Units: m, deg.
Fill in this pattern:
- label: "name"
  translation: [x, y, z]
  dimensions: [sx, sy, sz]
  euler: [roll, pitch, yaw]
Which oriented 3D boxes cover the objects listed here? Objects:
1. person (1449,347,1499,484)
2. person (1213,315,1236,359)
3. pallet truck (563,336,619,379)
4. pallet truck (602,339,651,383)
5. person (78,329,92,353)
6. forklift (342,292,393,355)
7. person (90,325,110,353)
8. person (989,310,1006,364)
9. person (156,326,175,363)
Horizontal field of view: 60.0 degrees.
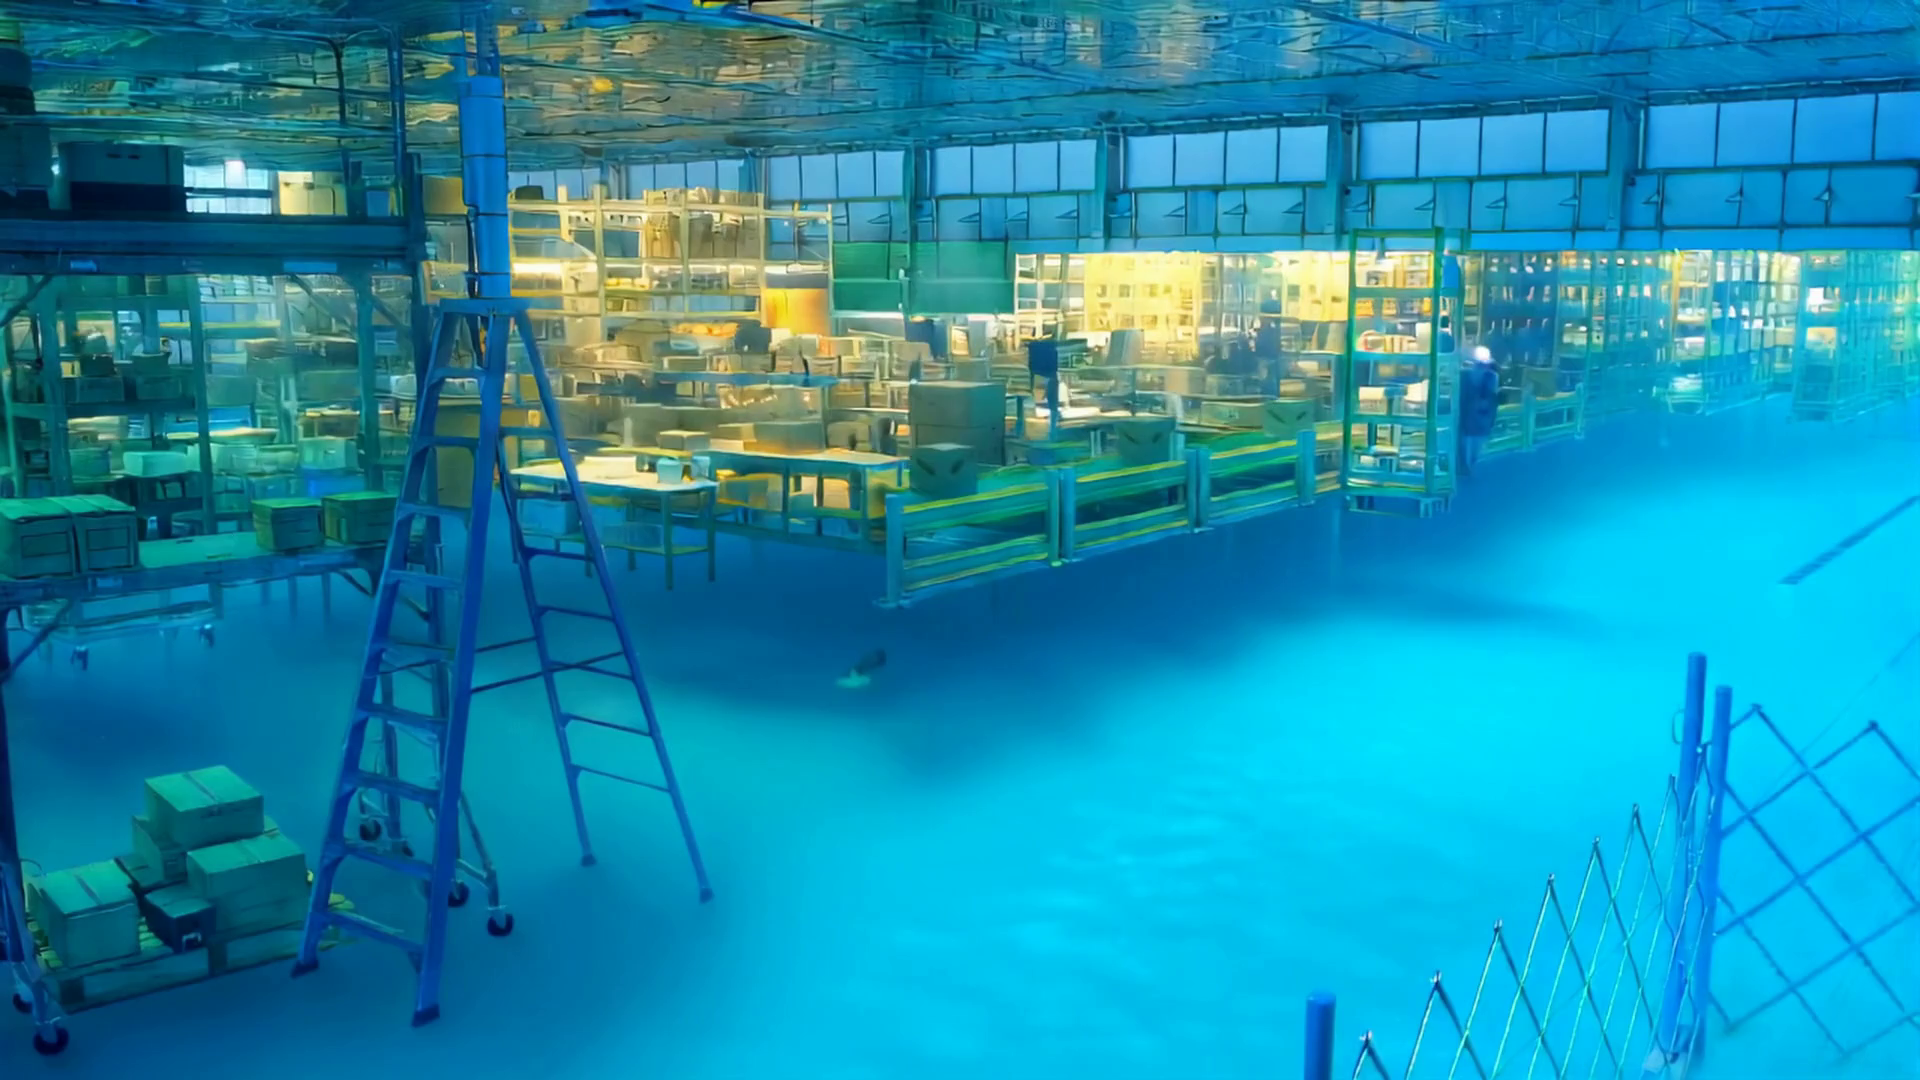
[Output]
- label: "person"
  translation: [7.458, -1.815, 24.164]
  dimensions: [0.654, 1.978, 1.079]
  euler: [1, 9, 8]
- label: "person"
  translation: [7.586, -5.569, 47.764]
  dimensions: [0.631, 1.931, 0.467]
  euler: [5, 11, 30]
- label: "pallet truck"
  translation: [-10.690, -5.294, 48.215]
  dimensions: [1.601, 1.201, 0.680]
  euler: [-5, 10, -26]
- label: "pallet truck"
  translation: [-8.991, -4.871, 45.351]
  dimensions: [0.653, 1.274, 1.630]
  euler: [7, 11, 37]
- label: "person"
  translation: [-20.333, -4.038, 38.719]
  dimensions: [0.551, 1.753, 0.363]
  euler: [9, 12, 43]
- label: "forklift"
  translation: [-16.485, -5.622, 45.120]
  dimensions: [1.129, 2.768, 1.873]
  euler: [7, 11, 37]
- label: "person"
  translation: [-20.902, -4.303, 40.308]
  dimensions: [0.620, 1.778, 0.942]
  euler: [5, 10, 30]
- label: "person"
  translation: [1.223, -6.617, 54.593]
  dimensions: [0.609, 1.829, 0.404]
  euler: [6, 11, 32]
- label: "person"
  translation: [-20.710, -4.747, 43.394]
  dimensions: [0.552, 1.675, 0.554]
  euler: [5, 10, 28]
